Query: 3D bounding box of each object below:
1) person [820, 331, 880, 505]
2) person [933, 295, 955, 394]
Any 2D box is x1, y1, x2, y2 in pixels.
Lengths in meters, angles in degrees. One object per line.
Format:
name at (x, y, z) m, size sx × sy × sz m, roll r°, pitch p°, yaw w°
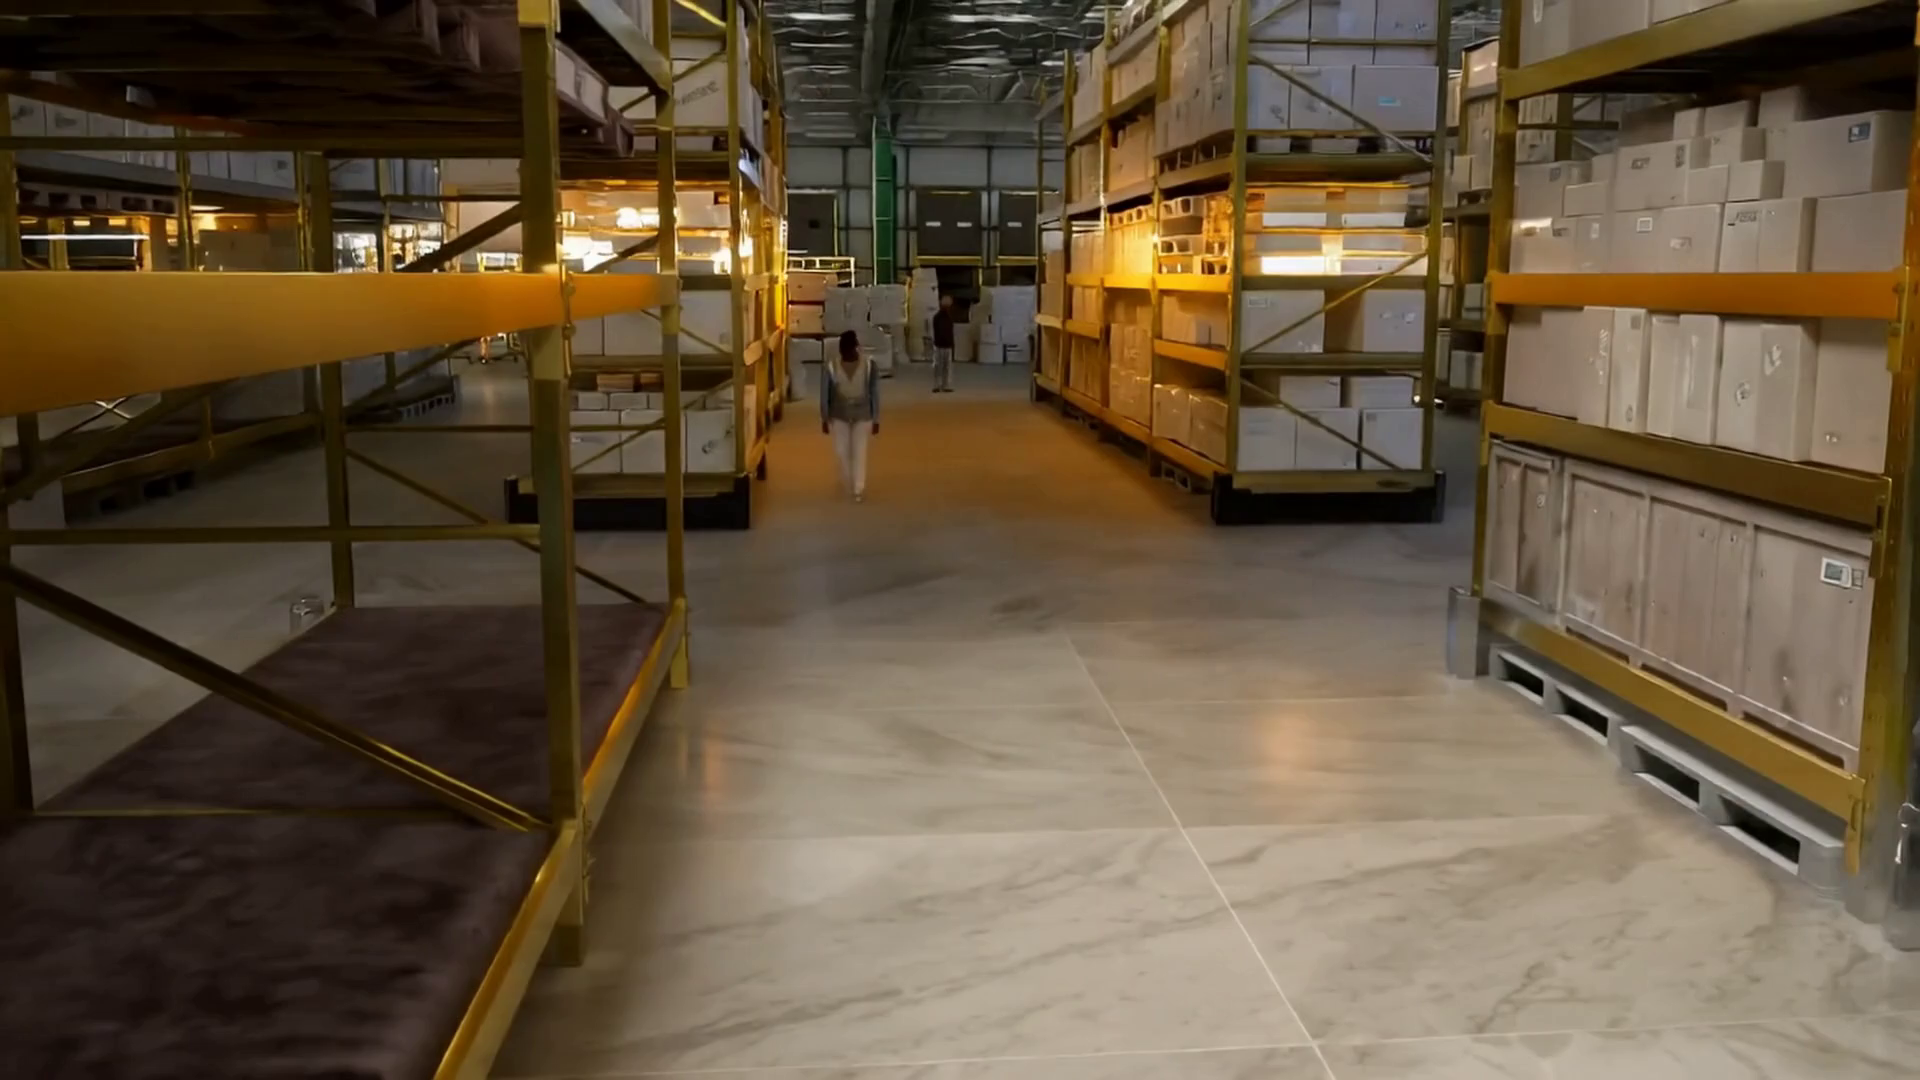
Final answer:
person at (-1.149, -1.284, 17.512) m, size 0.628 × 1.829 × 0.468 m, roll -1°, pitch 9°, yaw -5°
person at (-0.309, -3.978, 33.886) m, size 0.395 × 1.990 × 0.619 m, roll 7°, pitch 11°, yaw 37°
